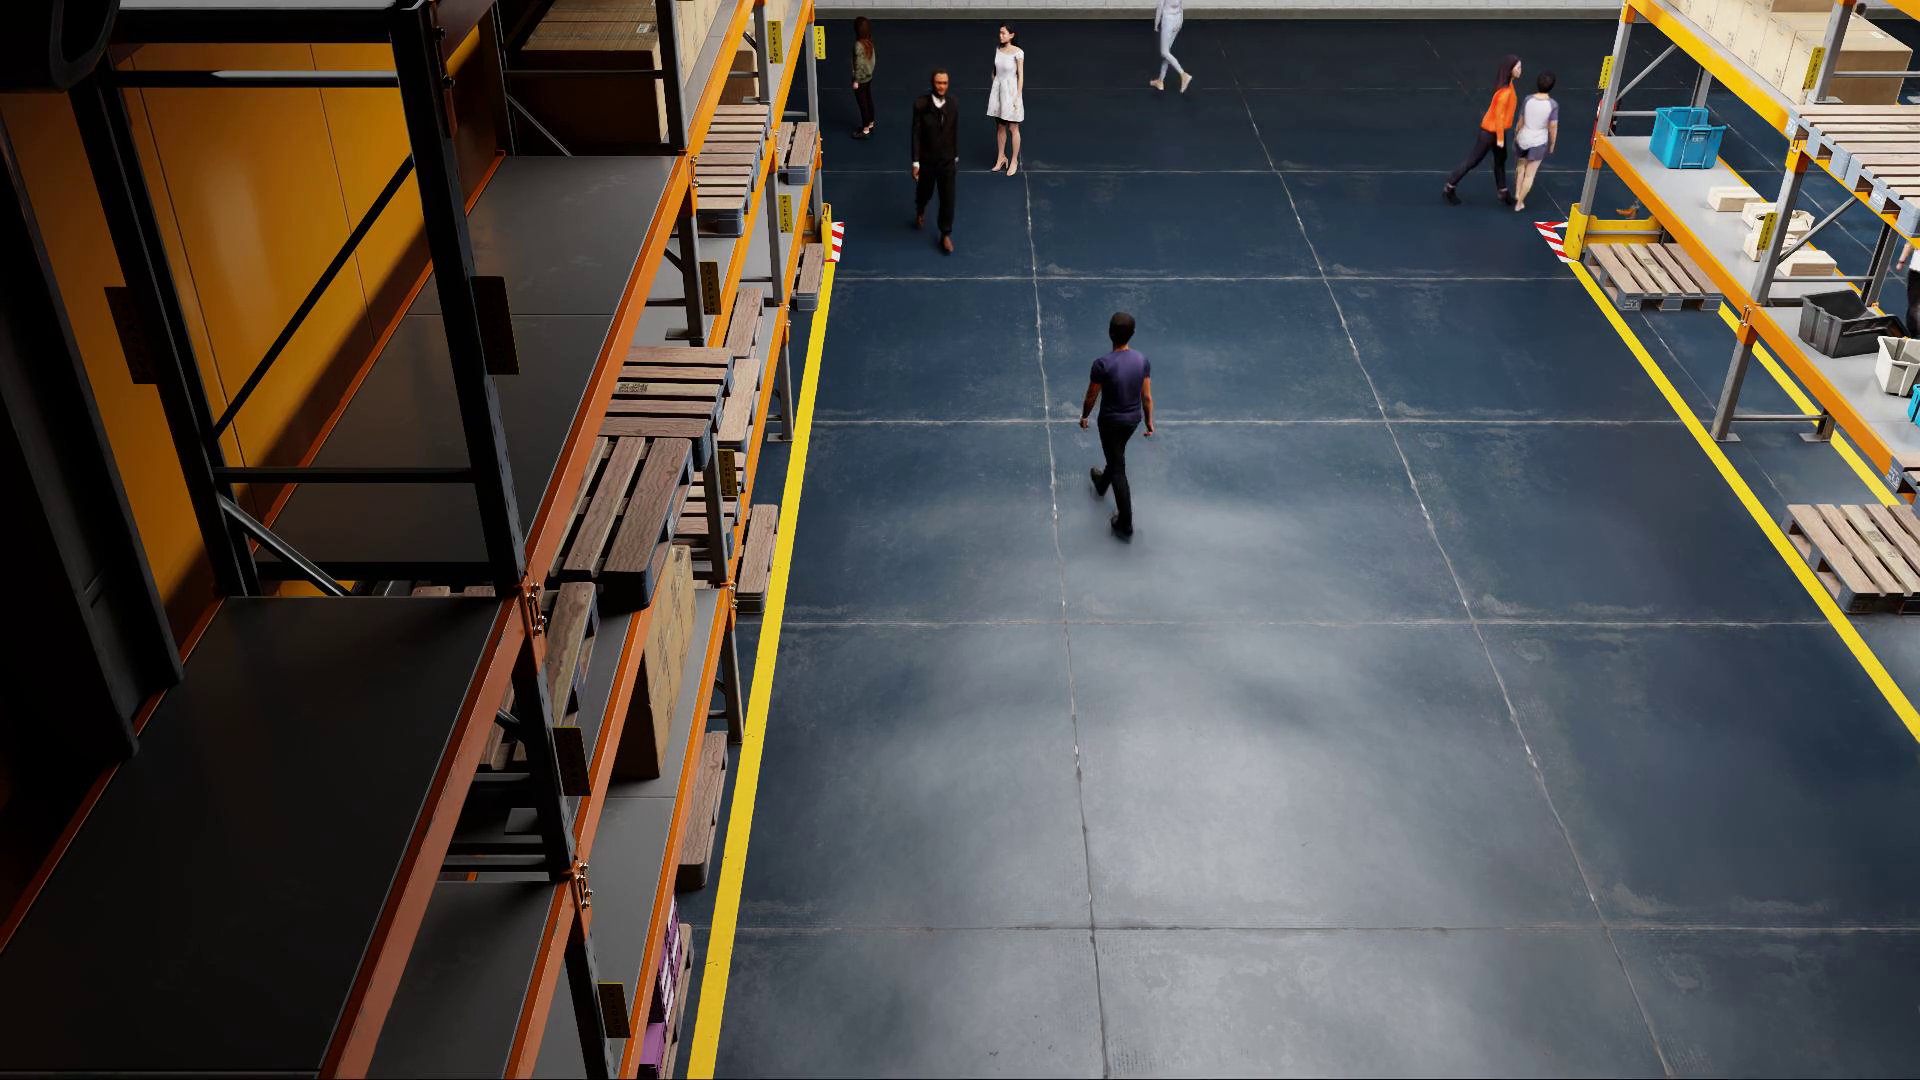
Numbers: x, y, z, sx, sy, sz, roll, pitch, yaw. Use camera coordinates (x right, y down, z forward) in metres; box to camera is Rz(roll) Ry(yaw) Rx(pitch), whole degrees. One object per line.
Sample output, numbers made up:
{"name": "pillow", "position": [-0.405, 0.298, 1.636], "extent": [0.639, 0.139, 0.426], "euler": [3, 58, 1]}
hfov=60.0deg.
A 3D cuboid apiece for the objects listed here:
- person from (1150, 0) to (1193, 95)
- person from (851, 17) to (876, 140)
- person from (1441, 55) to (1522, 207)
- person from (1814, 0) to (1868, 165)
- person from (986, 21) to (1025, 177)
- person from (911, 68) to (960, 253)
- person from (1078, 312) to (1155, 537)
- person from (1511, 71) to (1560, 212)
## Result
{"name": "person", "position": [2.771, -6.647, 21.528], "extent": [0.986, 1.779, 1.131], "euler": [-21, 39, -28]}
{"name": "person", "position": [-1.182, -5.651, 20.304], "extent": [0.697, 1.475, 0.546], "euler": [10, 35, 15]}
{"name": "person", "position": [5.778, -4.475, 18.332], "extent": [0.960, 1.699, 1.106], "euler": [14, 36, 20]}
{"name": "person", "position": [10.269, -5.359, 19.514], "extent": [0.809, 1.864, 0.654], "euler": [-15, 36, -21]}
{"name": "person", "position": [0.540, -5.100, 19.204], "extent": [0.775, 1.774, 0.828], "euler": [26, 42, 34]}
{"name": "person", "position": [-0.279, -4.035, 17.505], "extent": [0.845, 1.883, 1.209], "euler": [-7, 34, -10]}
{"name": "person", "position": [1.255, -0.857, 12.847], "extent": [0.972, 1.744, 1.236], "euler": [-13, 36, -19]}
{"name": "person", "position": [6.278, -4.371, 18.314], "extent": [0.765, 1.546, 0.831], "euler": [23, 40, 30]}
